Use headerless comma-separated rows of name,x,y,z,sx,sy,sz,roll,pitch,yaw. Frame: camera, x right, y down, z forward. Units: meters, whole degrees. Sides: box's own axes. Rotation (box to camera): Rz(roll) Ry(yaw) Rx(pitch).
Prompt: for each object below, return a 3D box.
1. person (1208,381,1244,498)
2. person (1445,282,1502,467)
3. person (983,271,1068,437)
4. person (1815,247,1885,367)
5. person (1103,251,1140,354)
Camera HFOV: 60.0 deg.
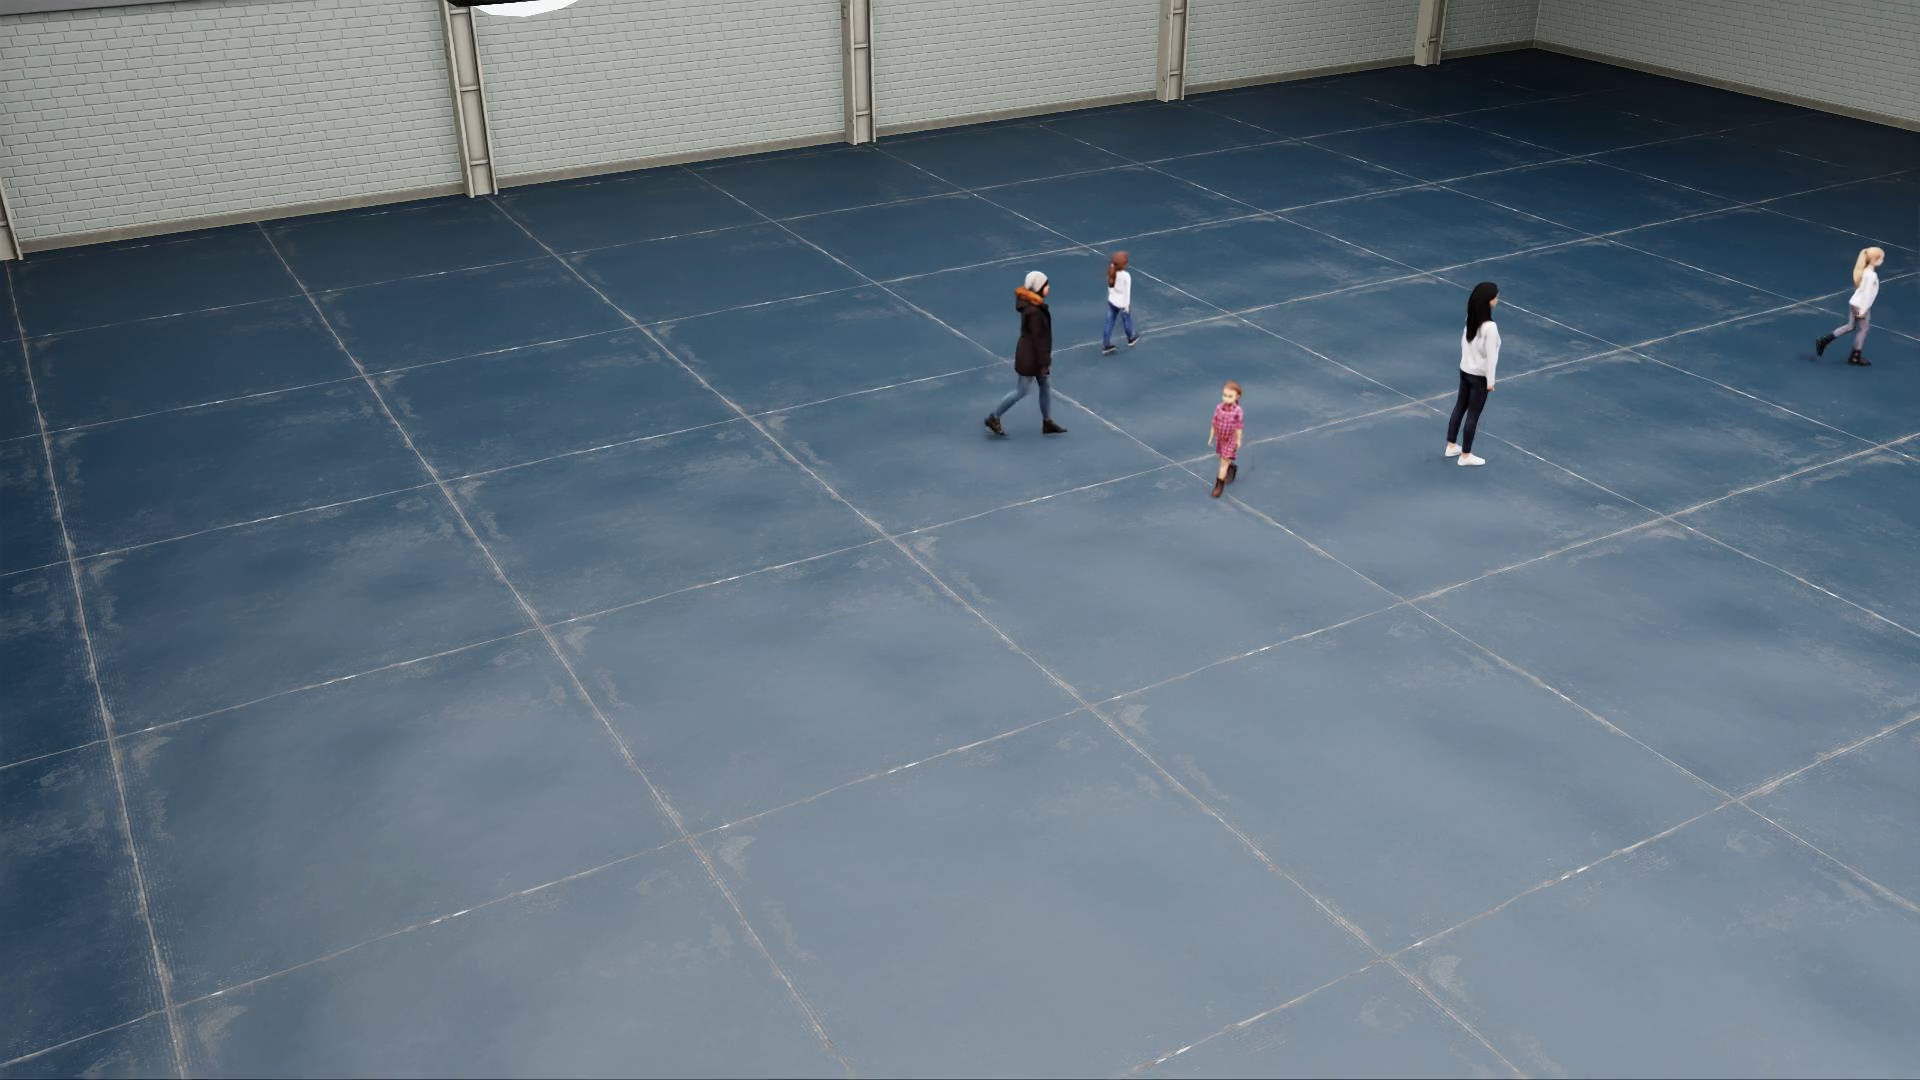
person,2.363,-0.926,14.653,0.636,1.010,0.796,16,31,28
person,4.654,-1.514,15.041,0.621,1.701,0.670,-7,28,-14
person,0.596,-1.701,15.506,1.120,1.608,0.994,3,27,7
person,9.309,-2.439,17.315,0.855,1.264,0.757,4,28,8
person,1.650,-2.511,17.651,0.614,1.084,0.820,21,34,35
